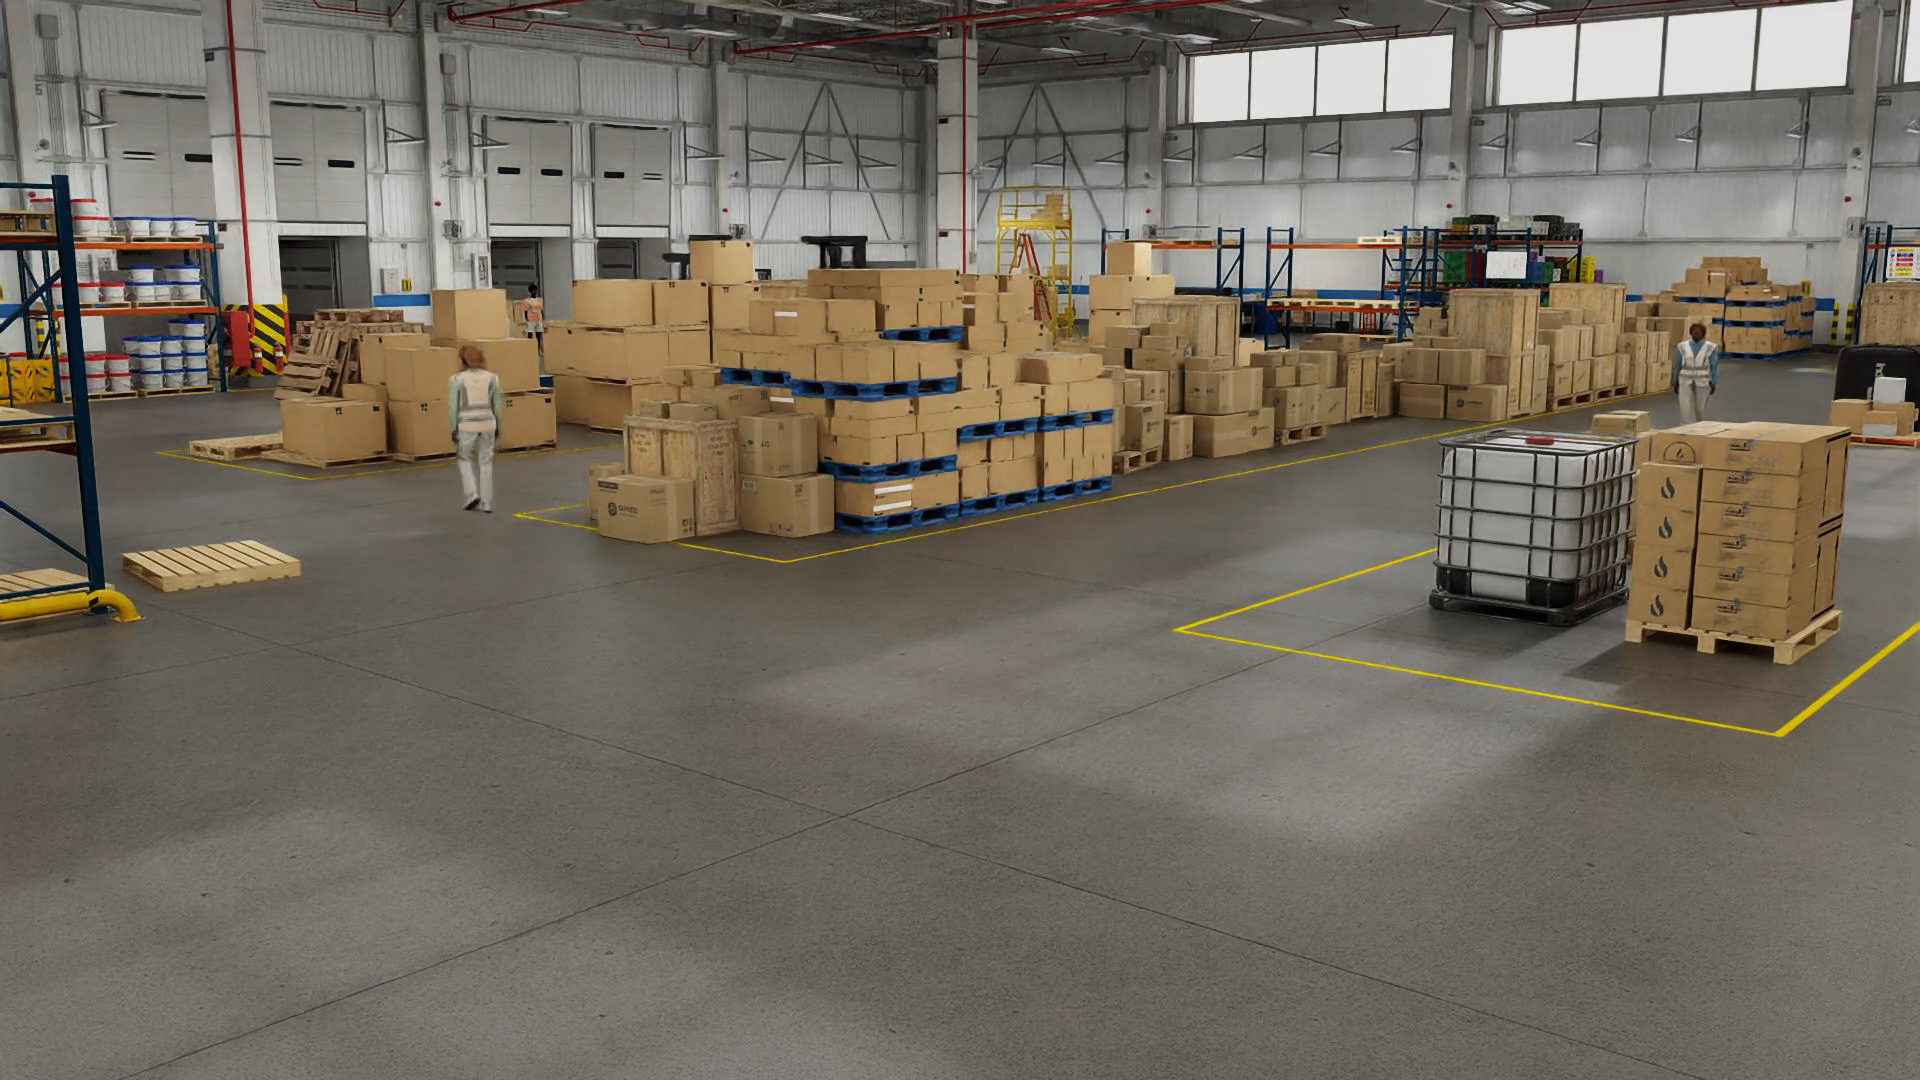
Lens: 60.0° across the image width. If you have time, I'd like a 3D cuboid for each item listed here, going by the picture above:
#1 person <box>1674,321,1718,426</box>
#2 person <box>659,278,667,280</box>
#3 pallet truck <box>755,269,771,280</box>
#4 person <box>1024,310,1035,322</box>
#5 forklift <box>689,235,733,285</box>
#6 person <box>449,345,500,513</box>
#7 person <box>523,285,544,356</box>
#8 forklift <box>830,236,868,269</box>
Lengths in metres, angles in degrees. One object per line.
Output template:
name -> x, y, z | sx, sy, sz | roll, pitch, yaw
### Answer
person -> 9.553, -2.041, 21.610 | 0.521, 1.620, 0.677 | 5, 11, 27
person -> -6.389, -4.706, 35.916 | 0.639, 1.927, 0.387 | -5, 11, -26
pallet truck -> -4.996, -6.432, 45.525 | 1.885, 1.965, 0.823 | -6, 12, -32
person -> 1.310, -4.350, 33.960 | 0.573, 1.891, 0.929 | 9, 13, 41
forklift -> -5.312, -5.156, 35.748 | 1.873, 2.768, 1.129 | 9, 13, 42
person -> -4.666, -1.062, 16.013 | 0.514, 1.629, 0.377 | -6, 12, -31
person -> -9.997, -5.147, 39.065 | 0.316, 1.696, 0.540 | 9, 13, 41
forklift -> -2.564, -5.633, 38.461 | 1.129, 2.768, 1.873 | 8, 13, 37
